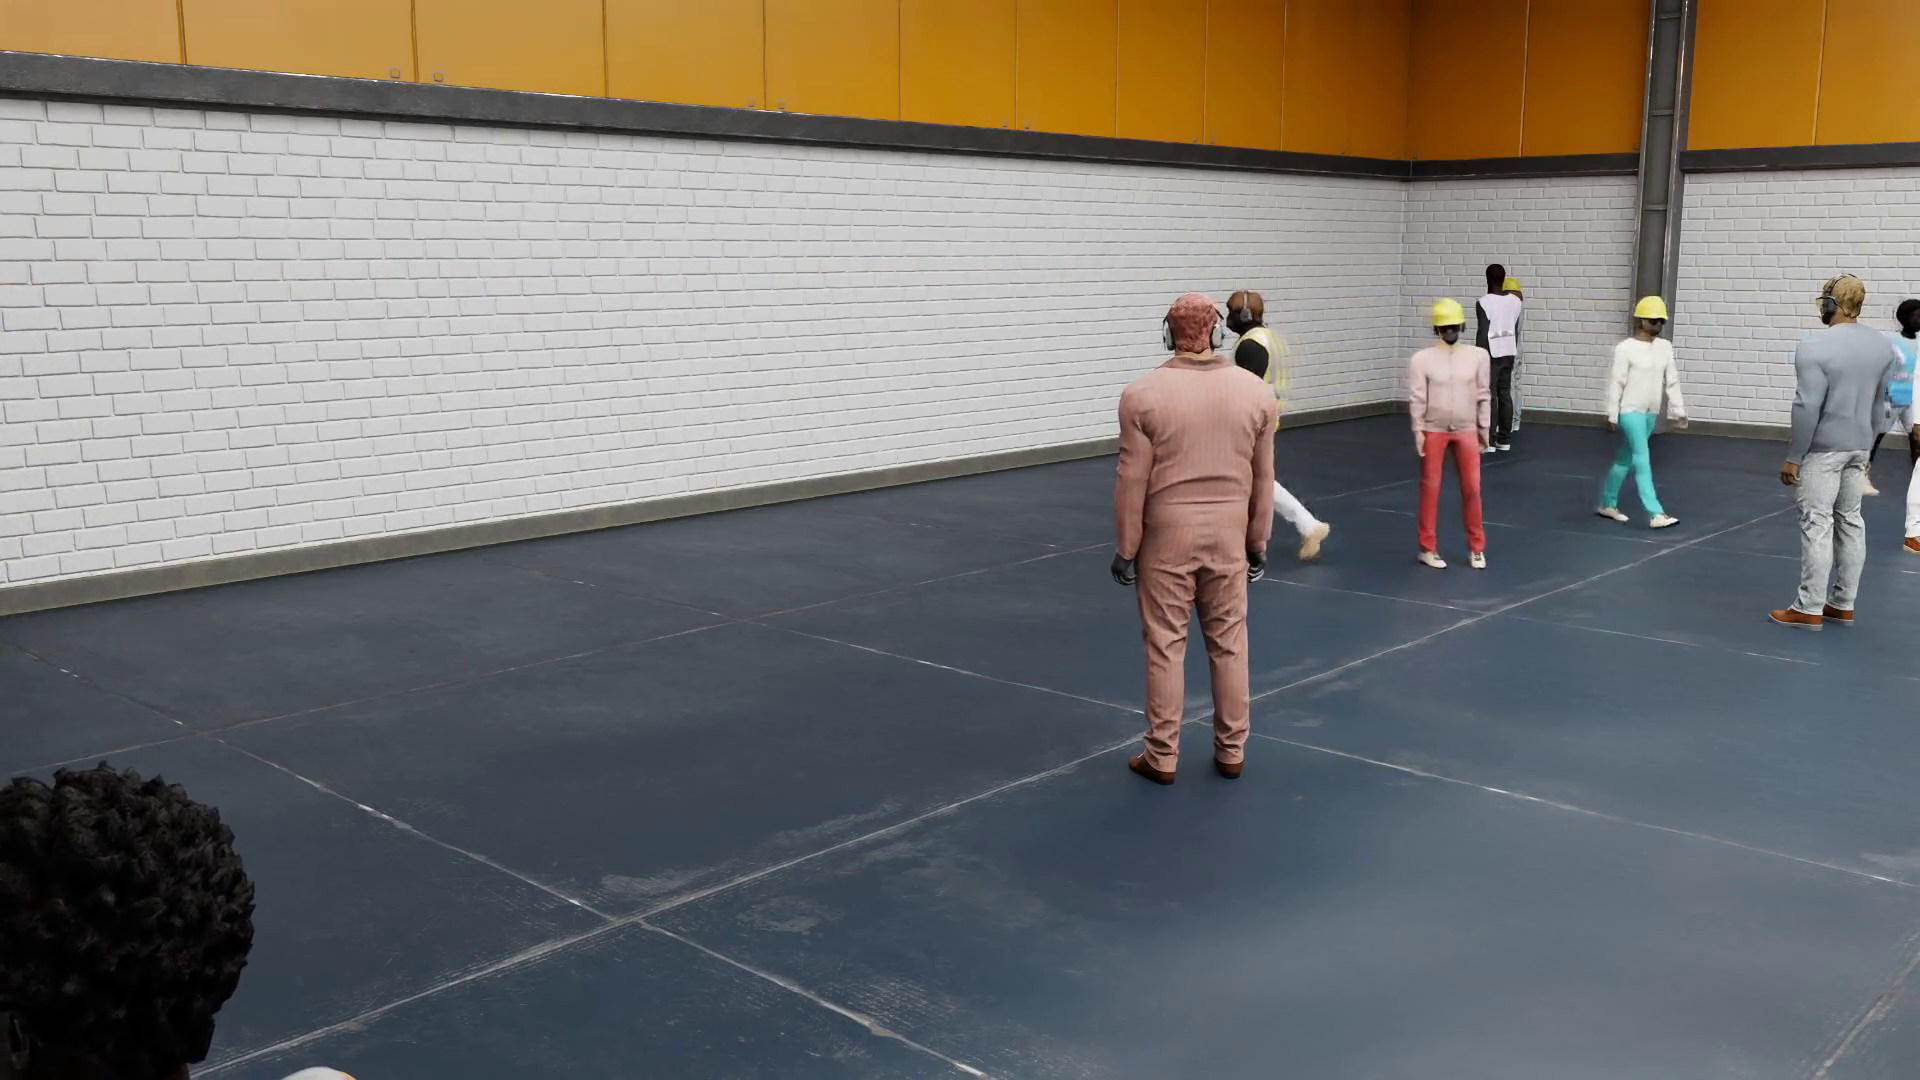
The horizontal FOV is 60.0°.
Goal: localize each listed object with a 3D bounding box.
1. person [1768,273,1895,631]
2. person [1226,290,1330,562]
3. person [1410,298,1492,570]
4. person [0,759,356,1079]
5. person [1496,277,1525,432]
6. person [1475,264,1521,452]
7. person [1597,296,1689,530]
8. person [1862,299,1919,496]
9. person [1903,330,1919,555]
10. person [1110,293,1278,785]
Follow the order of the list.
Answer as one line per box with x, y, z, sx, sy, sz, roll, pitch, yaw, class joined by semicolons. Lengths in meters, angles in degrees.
4.738;-0.471;9.055;0.629;1.940;0.372;-4;11;-23;person
1.986;-0.736;10.946;0.861;1.808;0.630;2;10;9;person
3.186;-0.689;10.821;0.532;1.753;0.363;1;10;6;person
-0.620;1.008;1.343;0.318;1.691;0.530;3;10;16;person
6.206;-2.095;18.852;0.311;1.744;0.486;8;13;40;person
5.468;-1.853;16.985;0.590;1.917;0.397;-6;12;-31;person
5.101;-0.947;12.377;0.535;1.718;0.890;-5;11;-25;person
7.774;-1.143;13.680;0.550;1.646;0.858;-2;10;-13;person
6.710;-0.834;11.273;0.583;1.882;0.338;-2;10;-14;person
0.894;-0.001;6.478;0.652;1.904;0.402;-2;10;-12;person
